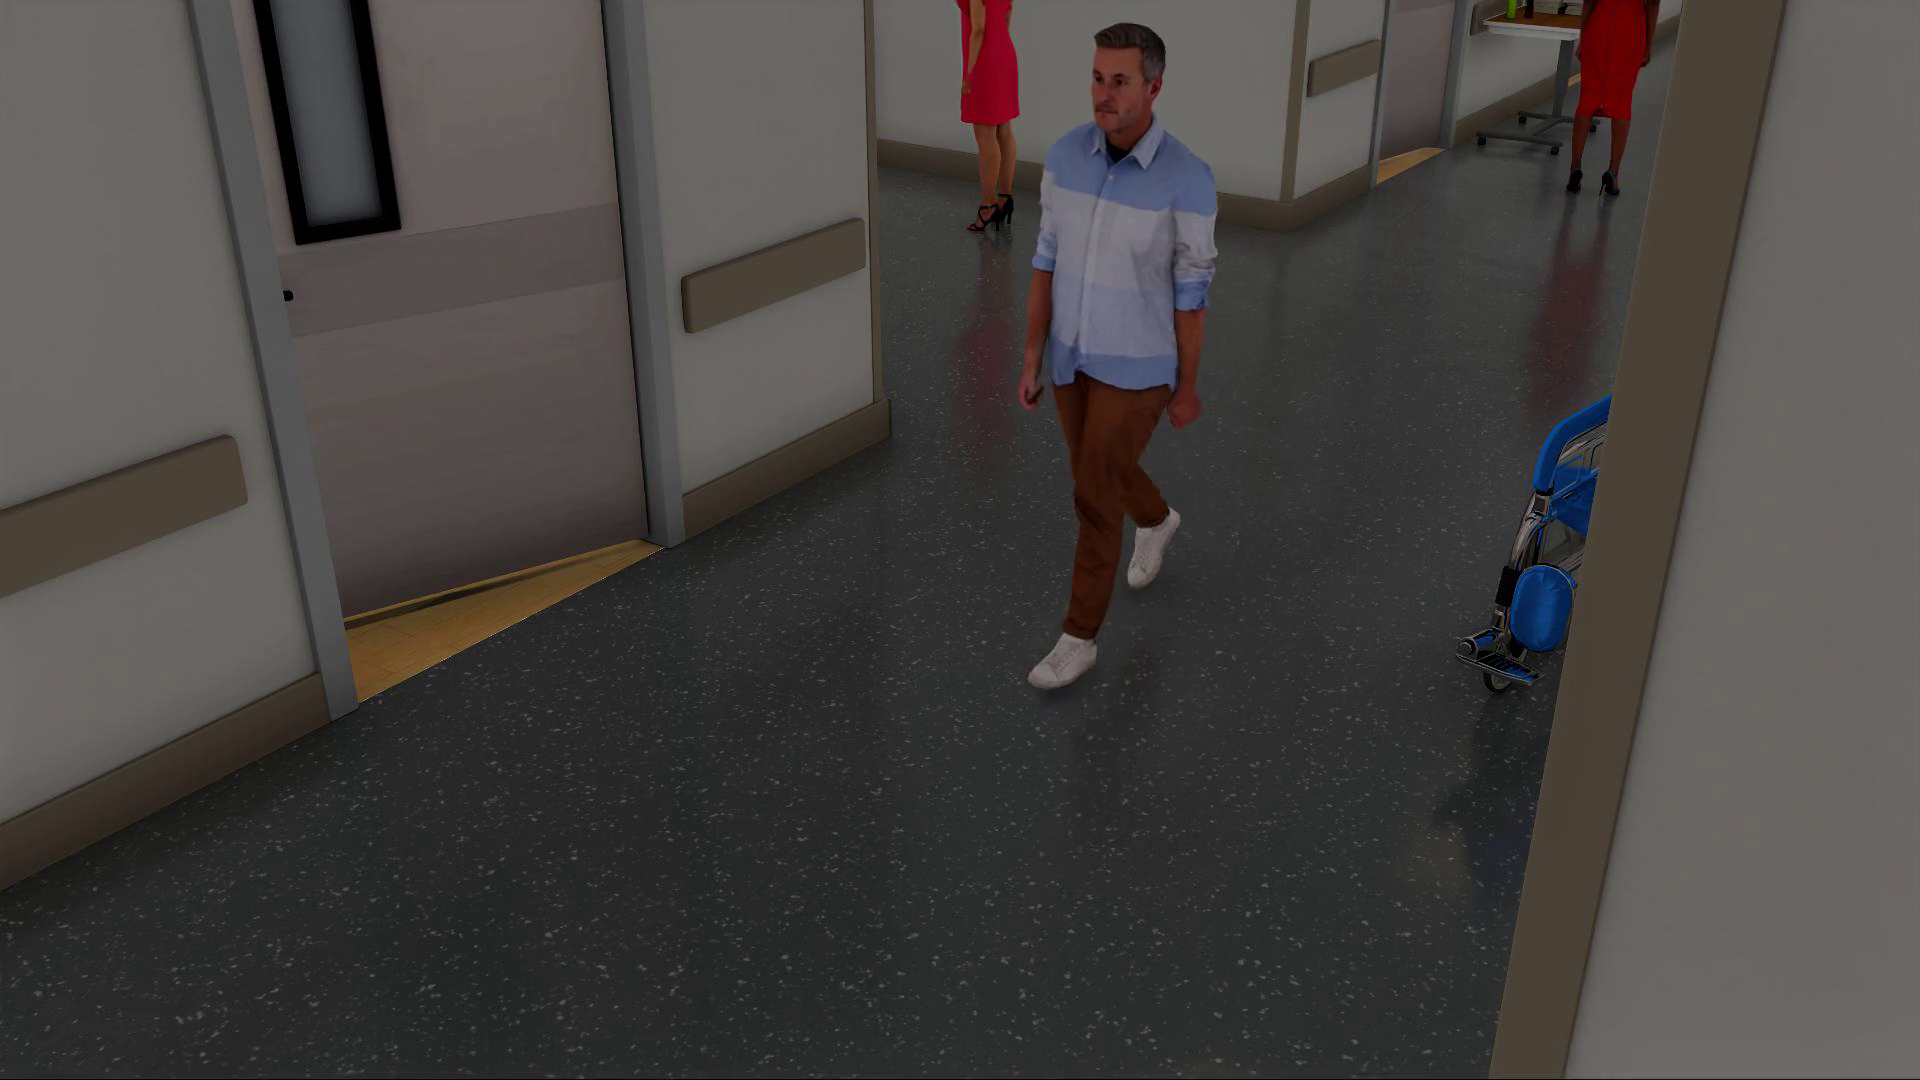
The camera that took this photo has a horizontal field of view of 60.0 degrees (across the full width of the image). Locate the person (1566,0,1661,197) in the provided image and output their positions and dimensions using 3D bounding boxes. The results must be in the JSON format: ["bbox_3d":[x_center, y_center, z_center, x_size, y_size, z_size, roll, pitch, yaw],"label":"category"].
[{"bbox_3d":[3.802,-2.893,9.672,0.587,1.747,0.521,14,29,26],"label":"person"}]

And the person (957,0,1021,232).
[{"bbox_3d":[0.171,-2.554,8.991,0.632,1.729,0.484,15,29,28],"label":"person"}]

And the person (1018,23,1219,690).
[{"bbox_3d":[0.465,-0.533,4.723,0.741,1.795,1.176,20,32,36],"label":"person"}]
